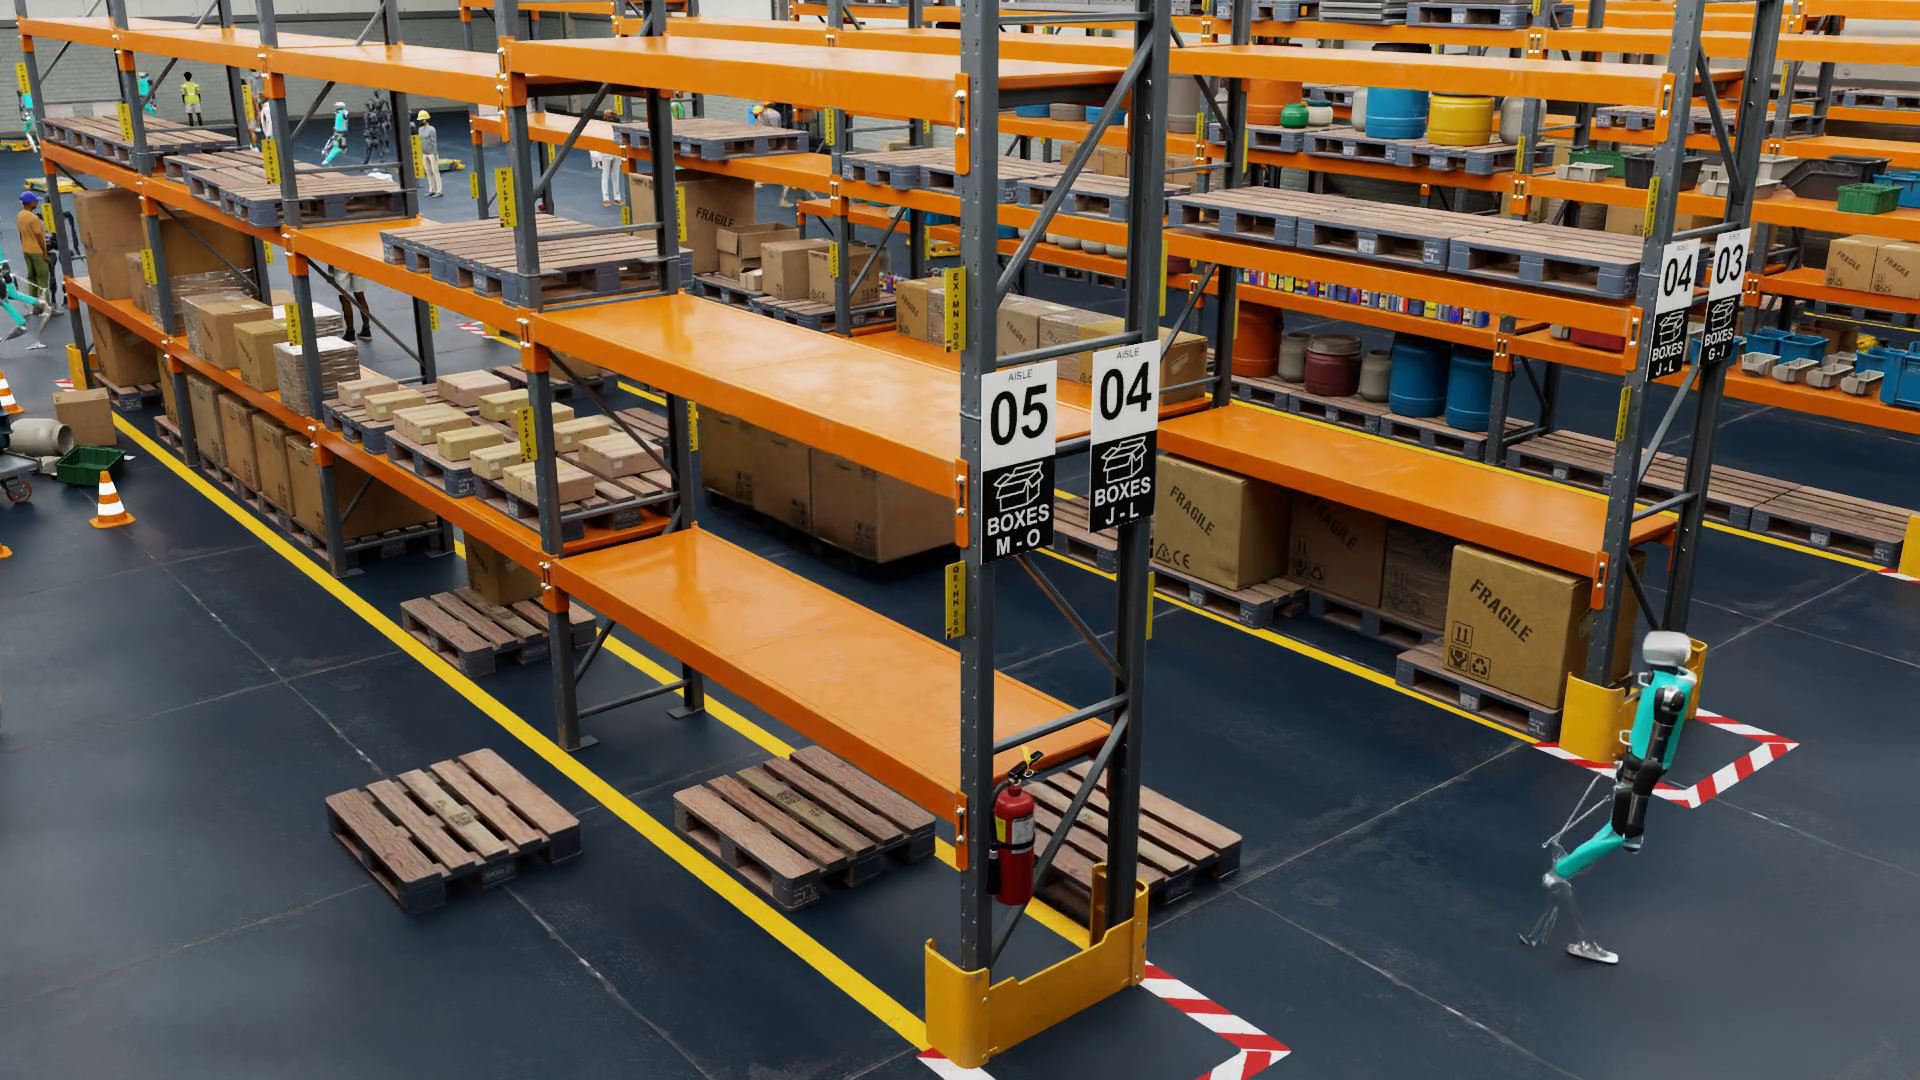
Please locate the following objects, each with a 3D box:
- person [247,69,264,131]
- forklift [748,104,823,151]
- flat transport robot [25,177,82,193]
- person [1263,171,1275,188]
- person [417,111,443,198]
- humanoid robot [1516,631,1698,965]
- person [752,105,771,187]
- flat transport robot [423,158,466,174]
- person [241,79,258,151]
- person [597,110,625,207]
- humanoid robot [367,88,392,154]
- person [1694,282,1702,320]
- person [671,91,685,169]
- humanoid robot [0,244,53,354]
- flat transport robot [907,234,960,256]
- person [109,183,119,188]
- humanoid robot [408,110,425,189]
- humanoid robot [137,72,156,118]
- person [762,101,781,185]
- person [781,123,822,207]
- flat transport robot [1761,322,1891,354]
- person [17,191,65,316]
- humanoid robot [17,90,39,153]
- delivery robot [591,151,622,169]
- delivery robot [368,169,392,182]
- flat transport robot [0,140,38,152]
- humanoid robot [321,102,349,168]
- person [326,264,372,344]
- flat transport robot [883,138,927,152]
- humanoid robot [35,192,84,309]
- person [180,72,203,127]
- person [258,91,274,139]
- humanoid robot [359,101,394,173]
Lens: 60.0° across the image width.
[{"bbox_3d":[-20.032,-12.613,47.428,0.402,1.870,0.494,11,22,28],"label":"person"},{"bbox_3d":[-4.526,-11.368,42.374,1.129,2.768,1.873,-15,24,-37],"label":"forklift"},{"bbox_3d":[-19.358,-7.575,35.495,1.431,0.231,0.659,17,26,40],"label":"flat transport robot"},{"bbox_3d":[5.039,-5.767,28.053,0.584,1.789,0.996,-8,21,-21],"label":"person"},{"bbox_3d":[-10.993,-7.979,34.400,0.515,1.757,0.333,12,23,32],"label":"person"},{"bbox_3d":[3.079,1.314,8.147,0.784,1.890,0.544,7,21,20],"label":"humanoid robot"},{"bbox_3d":[-4.235,-8.472,35.825,0.573,1.744,0.544,8,21,22],"label":"person"},{"bbox_3d":[-12.251,-8.680,38.638,0.659,0.231,1.431,11,22,28],"label":"flat transport robot"},{"bbox_3d":[-18.181,-10.800,42.323,0.485,1.824,0.804,10,21,25],"label":"person"},{"bbox_3d":[-6.966,-7.625,33.205,0.572,1.883,0.355,-15,24,-36],"label":"person"},{"bbox_3d":[-14.566,-10.524,41.759,0.594,1.637,0.455,-3,20,-8],"label":"humanoid robot"},{"bbox_3d":[10.071,-3.883,22.900,0.901,1.645,0.534,18,26,41],"label":"person"},{"bbox_3d":[-6.449,-9.413,38.153,0.405,1.978,0.486,1,19,2],"label":"person"},{"bbox_3d":[-11.707,-3.107,20.566,1.002,1.740,0.551,-2,19,-5],"label":"humanoid robot"},{"bbox_3d":[-0.357,-5.003,28.175,0.659,0.231,1.431,-7,21,-20],"label":"flat transport robot"},{"bbox_3d":[-15.901,-7.005,31.523,0.505,1.834,1.056,4,20,10],"label":"person"},{"bbox_3d":[-11.711,-8.350,35.566,0.326,1.654,0.593,3,20,7],"label":"humanoid robot"},{"bbox_3d":[-22.525,-12.134,46.244,0.560,1.732,1.009,2,19,5],"label":"humanoid robot"},{"bbox_3d":[-4.120,-8.712,36.292,0.575,1.888,0.391,-17,26,-40],"label":"person"},{"bbox_3d":[-3.150,-7.451,32.981,0.935,1.690,0.465,1,19,4],"label":"person"},{"bbox_3d":[10.957,-2.535,21.150,0.659,0.231,1.431,-15,24,-36],"label":"flat transport robot"},{"bbox_3d":[-12.761,-3.961,23.022,0.458,1.717,0.369,11,22,29],"label":"person"},{"bbox_3d":[-23.586,-10.696,42.219,0.540,1.839,0.656,-17,26,-40],"label":"humanoid robot"},{"bbox_3d":[-8.389,-9.093,39.356,0.514,0.575,0.746,12,23,31],"label":"delivery robot"},{"bbox_3d":[-12.143,-7.409,34.573,0.499,0.583,0.767,7,21,20],"label":"delivery robot"},{"bbox_3d":[-24.608,-10.147,42.814,1.431,0.231,0.659,2,19,6],"label":"flat transport robot"},{"bbox_3d":[-13.661,-8.587,36.166,0.812,1.790,0.602,-17,25,-39],"label":"humanoid robot"},{"bbox_3d":[-7.892,-3.507,21.366,0.363,1.959,0.612,11,22,28],"label":"person"},{"bbox_3d":[-1.178,-8.037,36.809,0.659,0.231,1.431,-8,21,-22],"label":"flat transport robot"},{"bbox_3d":[-12.717,-4.077,23.430,0.610,1.643,0.390,-16,25,-38],"label":"humanoid robot"},{"bbox_3d":[-21.638,-12.324,46.856,0.534,1.696,0.318,-14,24,-35],"label":"person"},{"bbox_3d":[-15.551,-9.139,37.464,0.382,1.917,0.487,-7,20,-19],"label":"person"},{"bbox_3d":[-13.483,-9.234,38.169,0.792,1.625,0.587,3,20,9],"label":"humanoid robot"}]
